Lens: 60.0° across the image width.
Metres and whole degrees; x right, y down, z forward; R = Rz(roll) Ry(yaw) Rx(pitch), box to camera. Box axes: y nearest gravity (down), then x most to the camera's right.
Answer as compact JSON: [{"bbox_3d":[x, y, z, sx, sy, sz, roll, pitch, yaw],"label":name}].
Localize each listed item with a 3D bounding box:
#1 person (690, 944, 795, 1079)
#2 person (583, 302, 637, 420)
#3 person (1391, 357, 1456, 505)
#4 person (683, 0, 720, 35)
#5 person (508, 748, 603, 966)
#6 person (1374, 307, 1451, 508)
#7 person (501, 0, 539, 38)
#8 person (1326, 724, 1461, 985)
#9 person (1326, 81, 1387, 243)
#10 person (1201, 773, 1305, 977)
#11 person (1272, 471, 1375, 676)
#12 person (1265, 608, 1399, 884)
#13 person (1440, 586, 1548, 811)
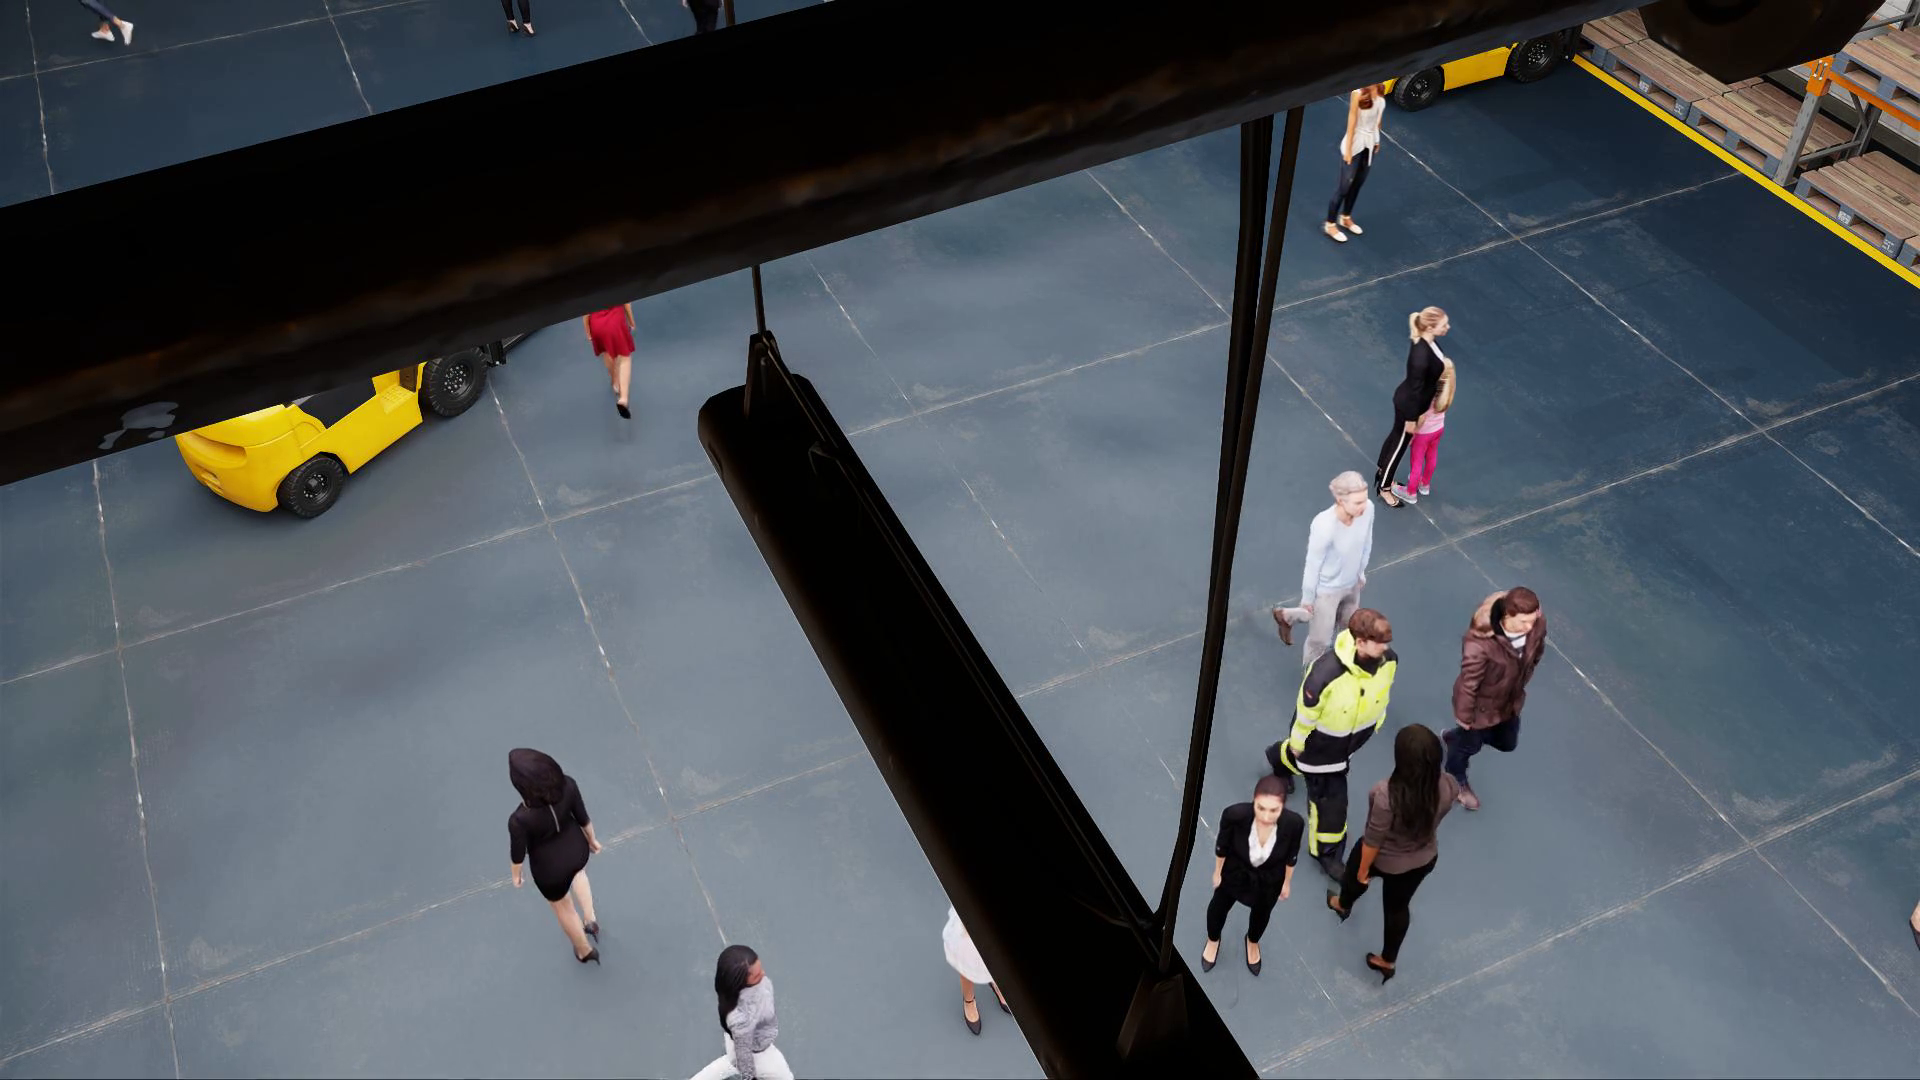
[{"bbox_3d":[-1.129,2.537,8.313,0.843,1.699,1.078,-6,44,-6],"label":"person"},{"bbox_3d":[-2.701,-1.636,12.813,0.733,1.534,1.020,-6,44,-6],"label":"person"},{"bbox_3d":[3.426,-0.819,12.143,0.522,1.275,0.548,-26,49,-25],"label":"person"},{"bbox_3d":[-2.570,-5.380,16.608,0.807,1.720,0.958,-1,44,-1],"label":"person"},{"bbox_3d":[-2.121,1.796,9.021,0.703,1.796,0.719,32,52,29],"label":"person"},{"bbox_3d":[3.241,-0.972,11.992,0.743,1.706,0.660,10,44,10],"label":"person"},{"bbox_3d":[-4.719,-6.095,17.365,0.619,1.712,0.705,19,47,19],"label":"person"},{"bbox_3d":[2.409,1.802,9.014,0.782,1.797,0.965,-10,45,-11],"label":"person"},{"bbox_3d":[3.479,-3.458,14.545,0.632,1.784,0.609,-31,52,-29],"label":"person"},{"bbox_3d":[1.596,1.824,9.089,0.686,1.660,0.710,6,44,6],"label":"person"},{"bbox_3d":[2.311,0.237,10.596,0.796,1.880,1.053,-27,50,-26],"label":"person"},{"bbox_3d":[2.126,1.035,9.723,0.824,1.930,1.249,-20,47,-20],"label":"person"},{"bbox_3d":[3.111,0.870,9.967,0.745,1.831,0.716,-19,47,-19],"label":"person"}]
